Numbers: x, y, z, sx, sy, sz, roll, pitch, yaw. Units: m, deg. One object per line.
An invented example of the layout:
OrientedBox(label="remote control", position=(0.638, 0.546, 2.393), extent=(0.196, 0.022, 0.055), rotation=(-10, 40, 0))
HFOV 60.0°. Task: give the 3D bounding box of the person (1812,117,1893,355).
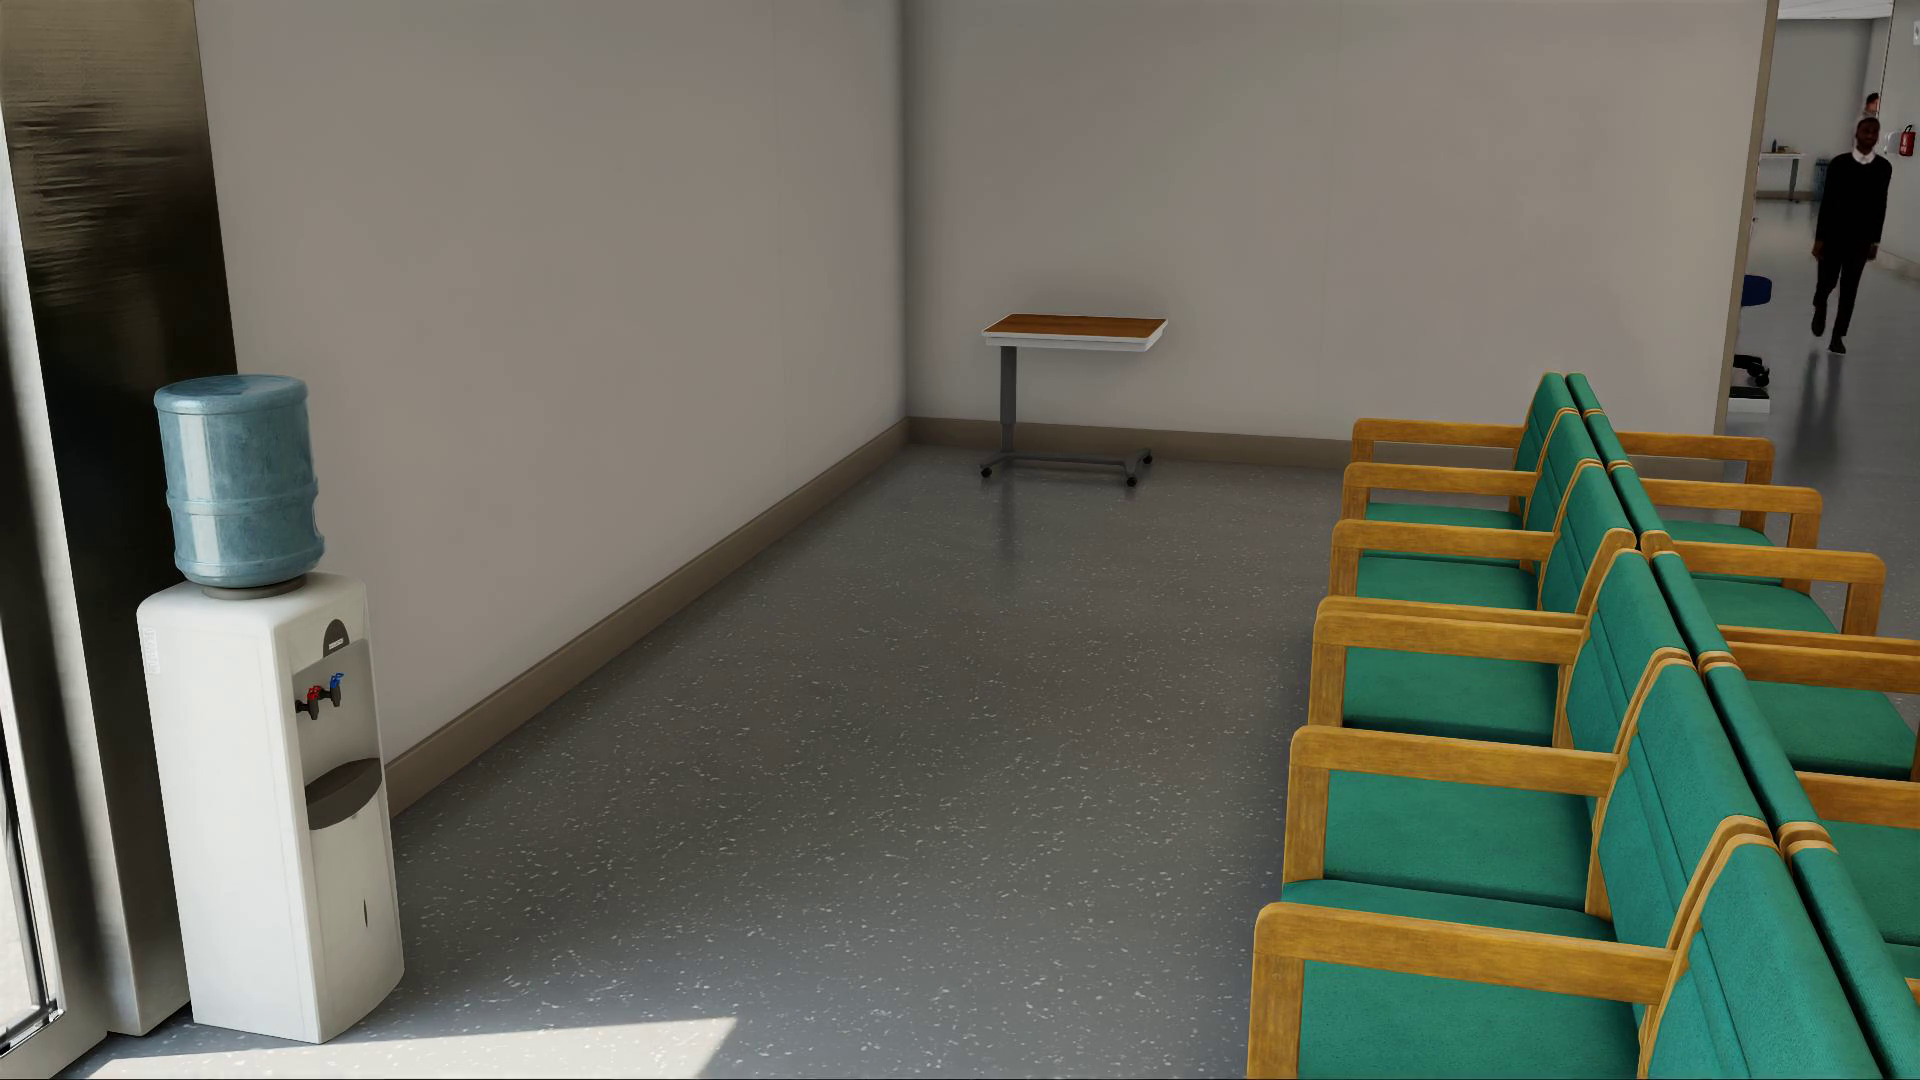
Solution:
OrientedBox(label="person", position=(6.941, -2.386, 13.060), extent=(0.864, 1.787, 0.698), rotation=(4, 16, 15))

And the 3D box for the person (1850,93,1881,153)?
OrientedBox(label="person", position=(12.916, -5.476, 23.933), extent=(0.850, 1.833, 0.915), rotation=(-5, 17, -17))
